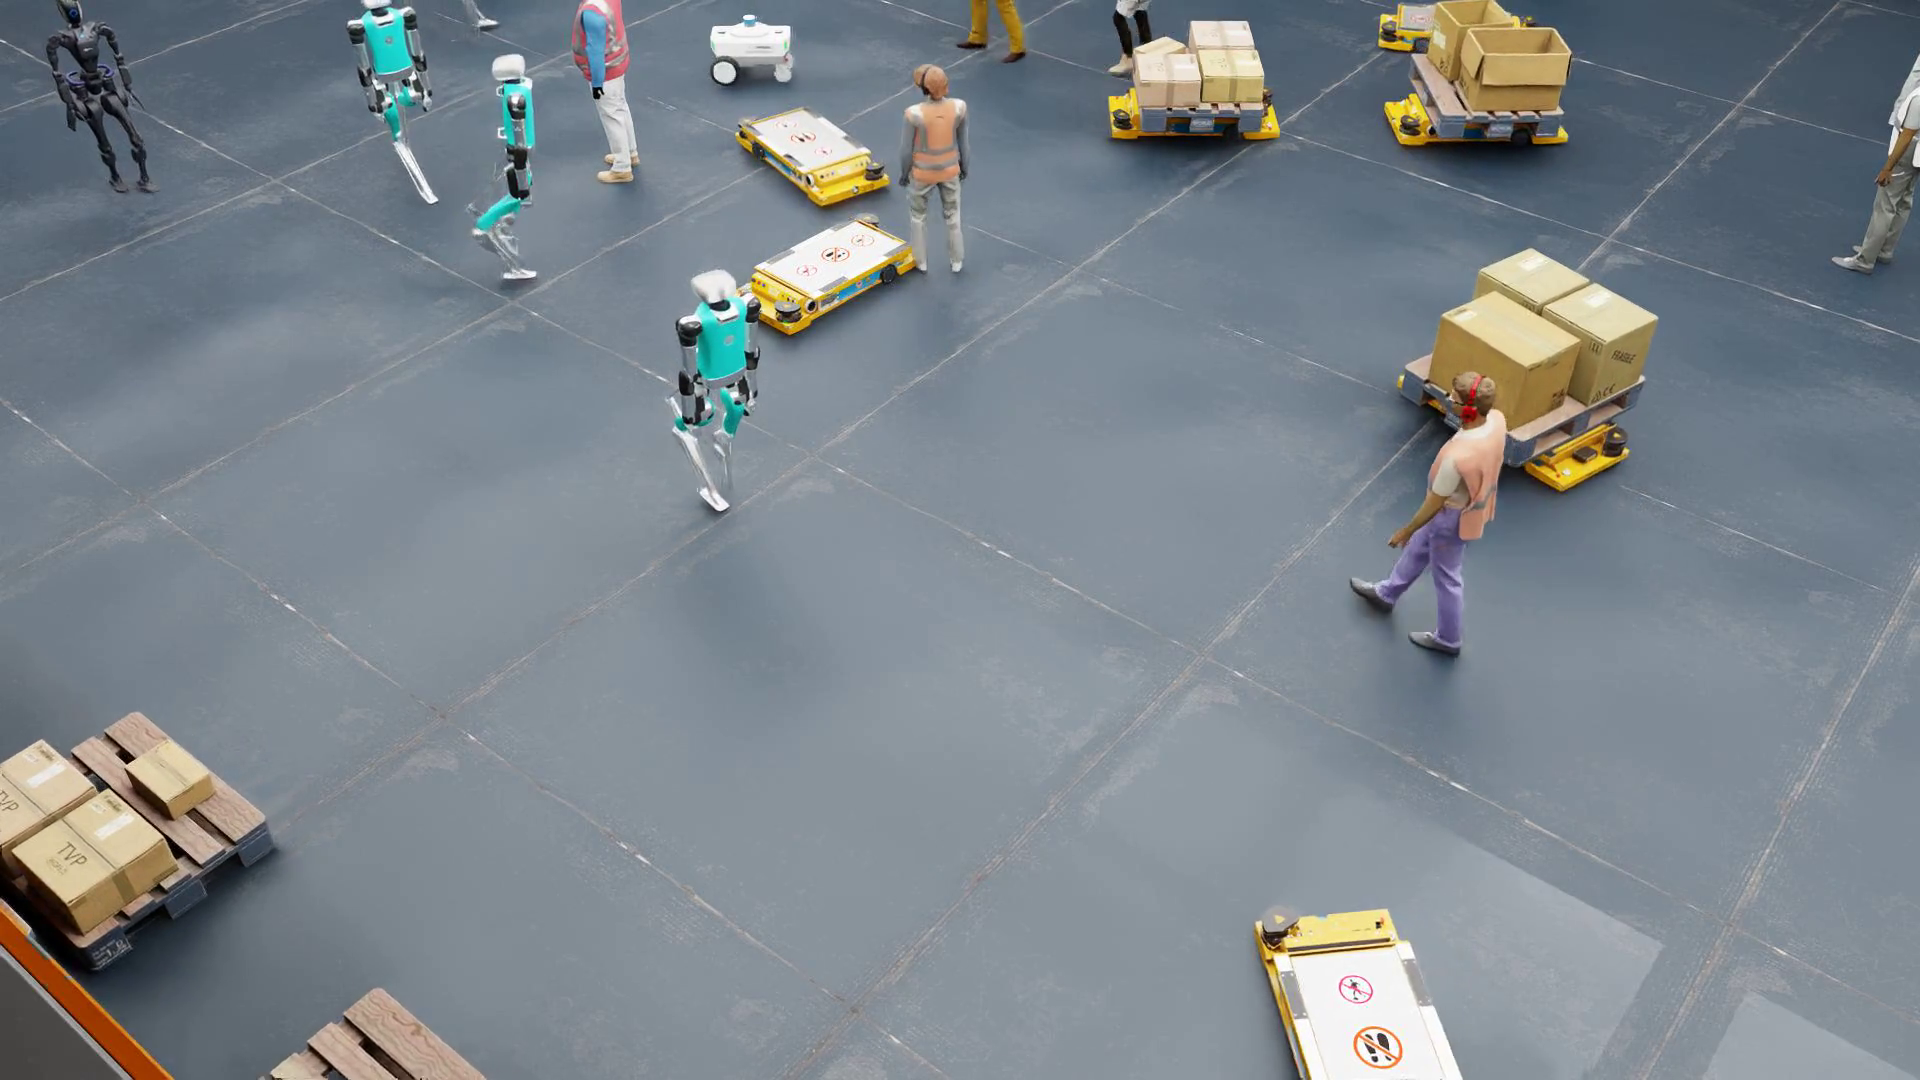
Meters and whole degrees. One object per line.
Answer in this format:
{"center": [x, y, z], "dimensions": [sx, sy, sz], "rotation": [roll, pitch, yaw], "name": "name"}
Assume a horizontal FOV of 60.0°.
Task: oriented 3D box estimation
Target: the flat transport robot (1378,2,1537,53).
{"center": [4.704, -4.797, 15.721], "dimensions": [1.431, 0.231, 0.659], "rotation": [9, 41, 10], "name": "flat transport robot"}

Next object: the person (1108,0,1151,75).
{"center": [1.539, -4.985, 14.856], "dimensions": [0.522, 1.662, 0.552], "rotation": [4, 41, 5], "name": "person"}

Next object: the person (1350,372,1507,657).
{"center": [2.549, -0.162, 9.073], "dimensions": [0.793, 1.816, 0.582], "rotation": [23, 46, 25], "name": "person"}

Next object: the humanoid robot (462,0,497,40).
{"center": [-4.620, -5.498, 15.501], "dimensions": [0.699, 1.907, 0.543], "rotation": [-17, 43, -19], "name": "humanoid robot"}

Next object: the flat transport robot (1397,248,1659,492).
{"center": [3.678, -0.856, 11.085], "dimensions": [0.659, 0.231, 1.431], "rotation": [-24, 46, -26], "name": "flat transport robot"}

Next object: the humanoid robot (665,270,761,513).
{"center": [-1.534, -0.860, 10.036], "dimensions": [0.539, 1.892, 0.742], "rotation": [-28, 48, -29], "name": "humanoid robot"}

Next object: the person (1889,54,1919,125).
{"center": [8.297, -4.207, 13.898], "dimensions": [0.321, 1.731, 0.489], "rotation": [-10, 41, -11], "name": "person"}

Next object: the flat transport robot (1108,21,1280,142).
{"center": [2.025, -3.712, 14.445], "dimensions": [1.431, 0.231, 0.659], "rotation": [0, 40, 0], "name": "flat transport robot"}

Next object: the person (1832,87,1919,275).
{"center": [6.938, -2.792, 12.155], "dimensions": [0.558, 1.836, 0.397], "rotation": [-28, 48, -29], "name": "person"}

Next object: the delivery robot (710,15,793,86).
{"center": [-1.921, -4.459, 15.110], "dimensions": [0.781, 0.605, 0.499], "rotation": [0, 40, 0], "name": "delivery robot"}

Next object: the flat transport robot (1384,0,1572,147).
{"center": [4.457, -3.642, 14.363], "dimensions": [1.431, 0.231, 0.659], "rotation": [-1, 40, -1], "name": "flat transport robot"}

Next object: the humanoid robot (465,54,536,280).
{"center": [-3.347, -2.579, 12.036], "dimensions": [0.748, 1.853, 0.540], "rotation": [-8, 41, -10], "name": "humanoid robot"}

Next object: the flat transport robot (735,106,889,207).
{"center": [-1.251, -3.228, 13.875], "dimensions": [0.659, 0.231, 1.431], "rotation": [-24, 46, -26], "name": "flat transport robot"}

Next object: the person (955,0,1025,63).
{"center": [0.322, -5.224, 15.110], "dimensions": [0.672, 1.717, 0.544], "rotation": [-2, 40, -3], "name": "person"}

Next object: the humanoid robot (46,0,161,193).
{"center": [-6.786, -3.503, 13.114], "dimensions": [0.589, 1.638, 0.502], "rotation": [-33, 50, -32], "name": "humanoid robot"}

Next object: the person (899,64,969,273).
{"center": [-0.194, -2.708, 12.220], "dimensions": [0.536, 1.627, 0.404], "rotation": [-14, 42, -16], "name": "person"}

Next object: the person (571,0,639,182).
{"center": [-2.860, -3.770, 13.311], "dimensions": [0.431, 1.836, 0.629], "rotation": [0, 40, 0], "name": "person"}

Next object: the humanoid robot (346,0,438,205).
{"center": [-4.547, -3.615, 13.240], "dimensions": [0.536, 1.774, 1.029], "rotation": [-23, 45, -25], "name": "humanoid robot"}

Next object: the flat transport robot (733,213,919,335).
{"center": [-0.979, -2.005, 12.437], "dimensions": [0.659, 0.231, 1.431], "rotation": [31, 49, 31], "name": "flat transport robot"}

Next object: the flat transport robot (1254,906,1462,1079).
{"center": [1.815, 2.255, 7.425], "dimensions": [0.659, 0.231, 1.431], "rotation": [-4, 41, -5], "name": "flat transport robot"}
